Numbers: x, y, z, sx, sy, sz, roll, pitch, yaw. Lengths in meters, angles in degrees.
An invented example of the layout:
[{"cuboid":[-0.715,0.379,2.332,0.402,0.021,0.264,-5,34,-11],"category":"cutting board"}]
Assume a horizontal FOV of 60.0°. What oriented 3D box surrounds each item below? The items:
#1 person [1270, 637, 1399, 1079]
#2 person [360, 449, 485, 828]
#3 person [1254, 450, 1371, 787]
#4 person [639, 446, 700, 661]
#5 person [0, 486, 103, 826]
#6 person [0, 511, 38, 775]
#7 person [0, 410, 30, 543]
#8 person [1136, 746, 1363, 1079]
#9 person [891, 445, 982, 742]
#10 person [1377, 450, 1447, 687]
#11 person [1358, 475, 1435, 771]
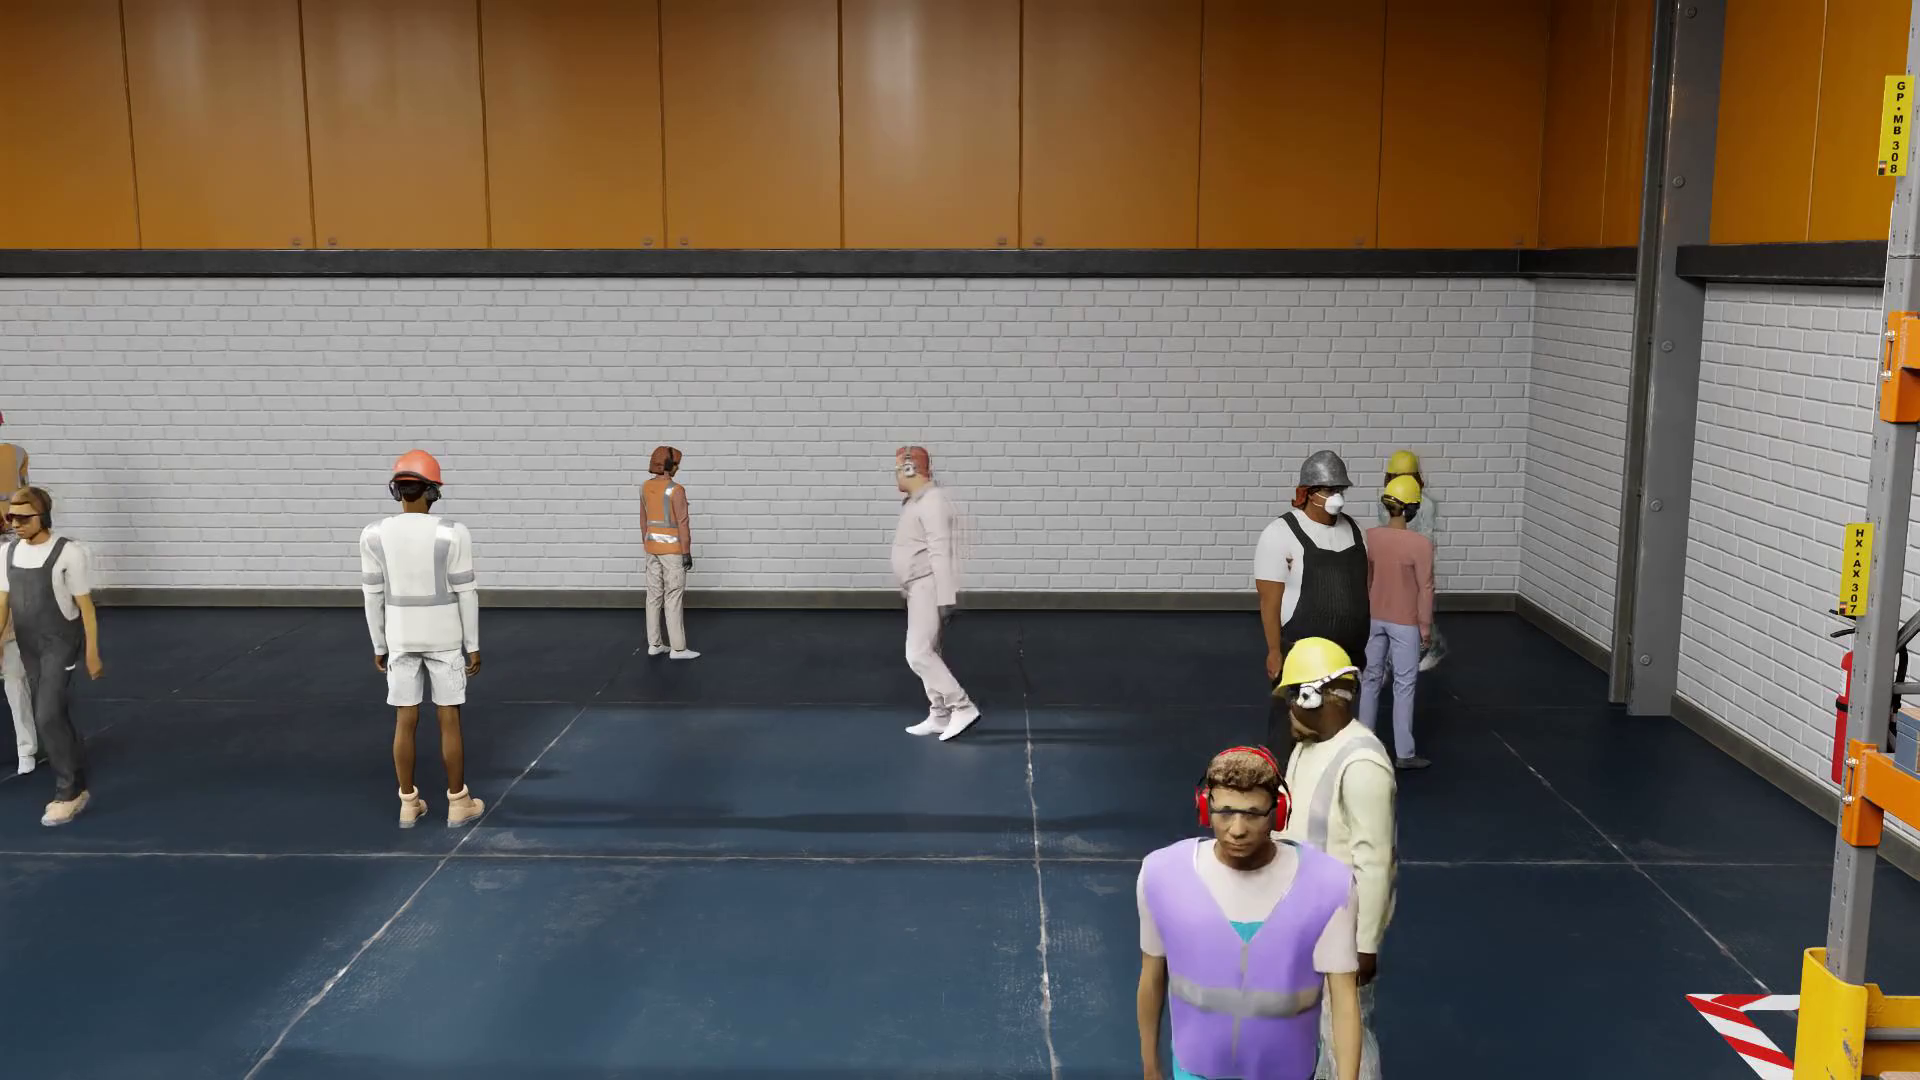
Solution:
[{"cuboid":[1.228,1.232,5.500,0.407,1.797,0.641,-1,10,-8],"category":"person"},{"cuboid":[-2.857,0.533,8.894,0.606,2.038,0.382,0,9,1],"category":"person"},{"cuboid":[1.928,0.540,8.840,0.682,2.000,0.537,-5,11,-27],"category":"person"},{"cuboid":[-2.237,0.099,12.680,0.514,1.639,0.310,8,12,39],"category":"person"},{"cuboid":[-4.994,0.622,8.978,0.513,1.824,0.622,3,10,18],"category":"person"},{"cuboid":[-5.695,0.581,9.794,0.514,1.639,0.310,-2,10,-11],"category":"person"},{"cuboid":[-7.617,-0.126,13.139,0.359,1.938,0.545,4,10,24],"category":"person"},{"cuboid":[0.734,1.417,4.300,0.579,1.796,0.939,1,10,8],"category":"person"},{"cuboid":[-0.190,0.335,10.588,0.507,1.871,0.674,-1,10,-8],"category":"person"},{"cuboid":[3.236,0.184,11.950,0.489,1.713,0.743,9,13,42],"category":"person"},{"cuboid":[2.606,0.489,9.962,0.330,1.768,0.526,-8,12,-40],"category":"person"}]
